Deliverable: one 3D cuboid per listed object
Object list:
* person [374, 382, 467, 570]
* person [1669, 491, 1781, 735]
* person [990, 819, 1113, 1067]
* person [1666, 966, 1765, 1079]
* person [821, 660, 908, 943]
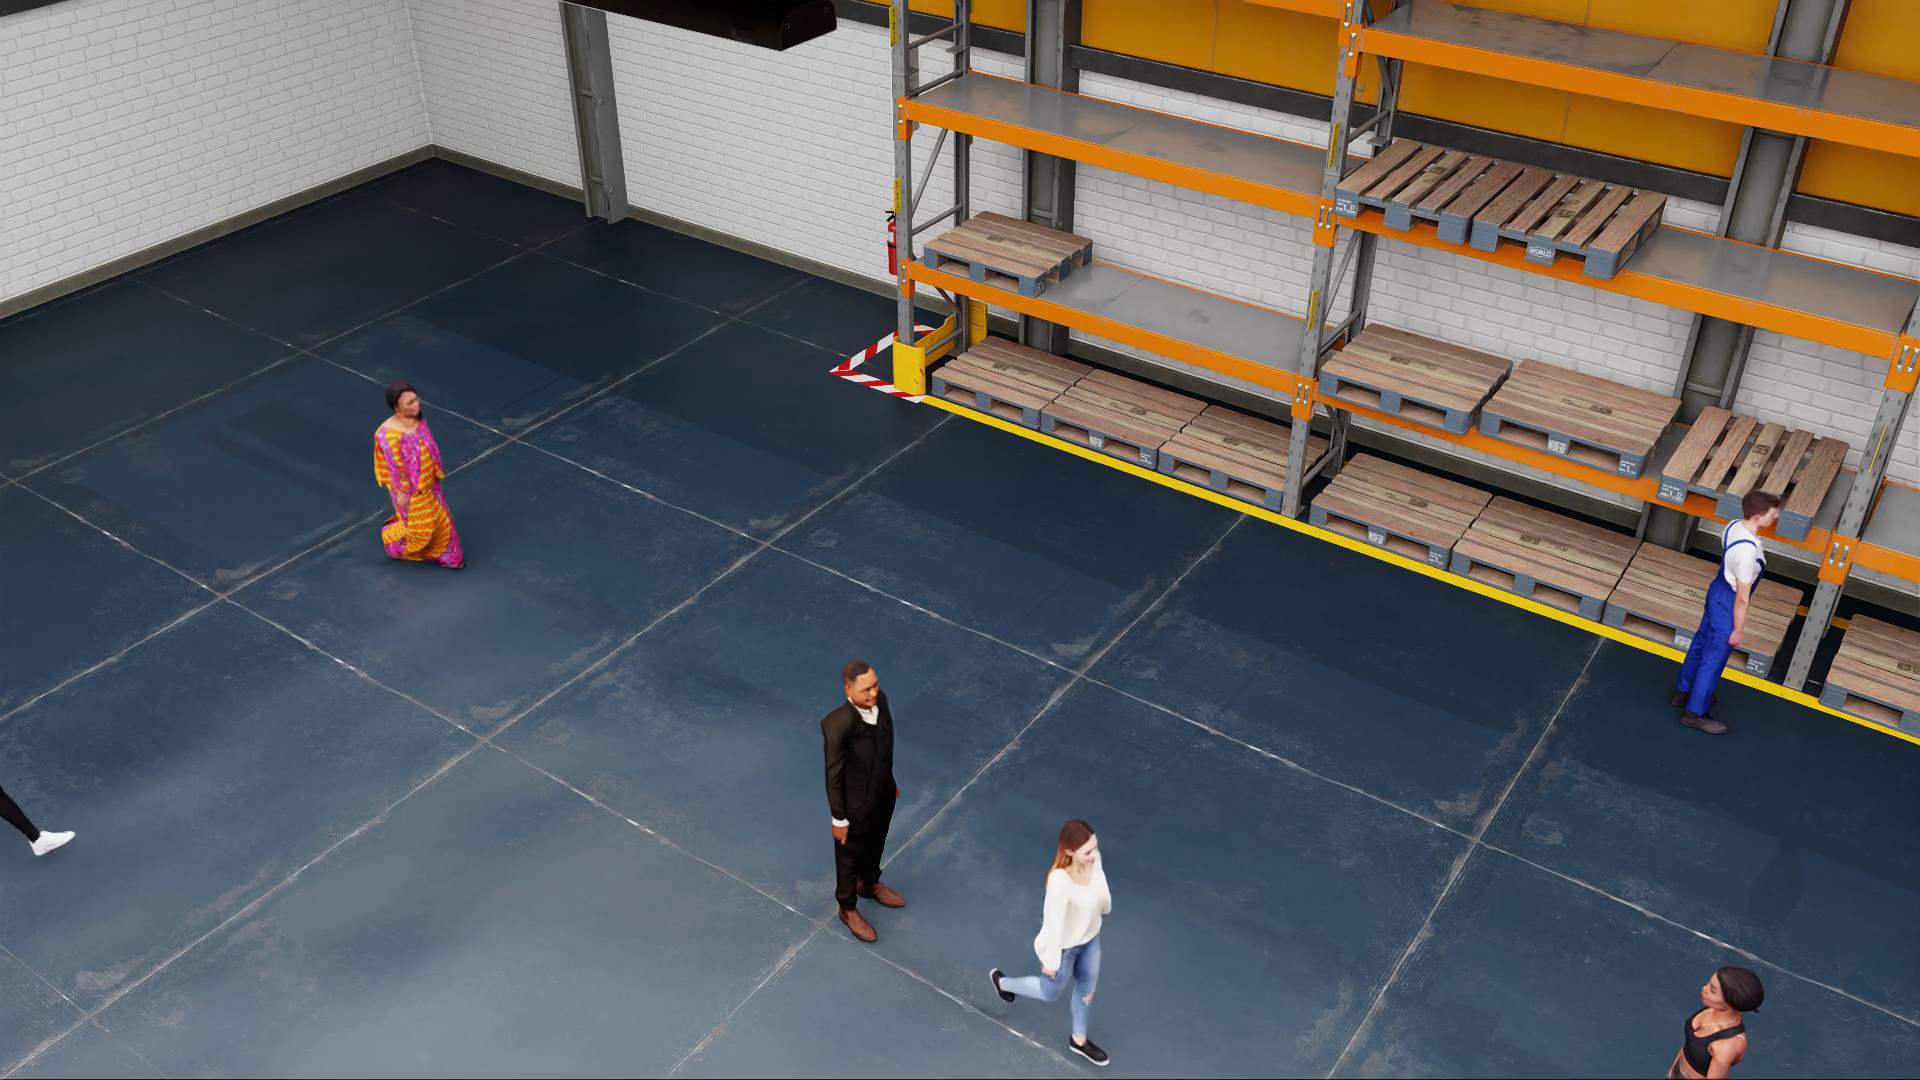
[{"bbox_3d":[-4.260,-0.473,12.868,0.973,1.653,0.763,13,36,19],"label":"person"},{"bbox_3d":[5.197,0.456,11.292,0.712,1.851,0.712,5,34,7],"label":"person"},{"bbox_3d":[0.526,2.127,8.937,0.985,1.674,0.658,22,39,29],"label":"person"},{"bbox_3d":[3.579,2.681,8.081,0.646,1.701,0.645,8,34,11],"label":"person"},{"bbox_3d":[-0.574,1.478,9.706,0.588,1.904,0.681,21,39,28],"label":"person"}]
